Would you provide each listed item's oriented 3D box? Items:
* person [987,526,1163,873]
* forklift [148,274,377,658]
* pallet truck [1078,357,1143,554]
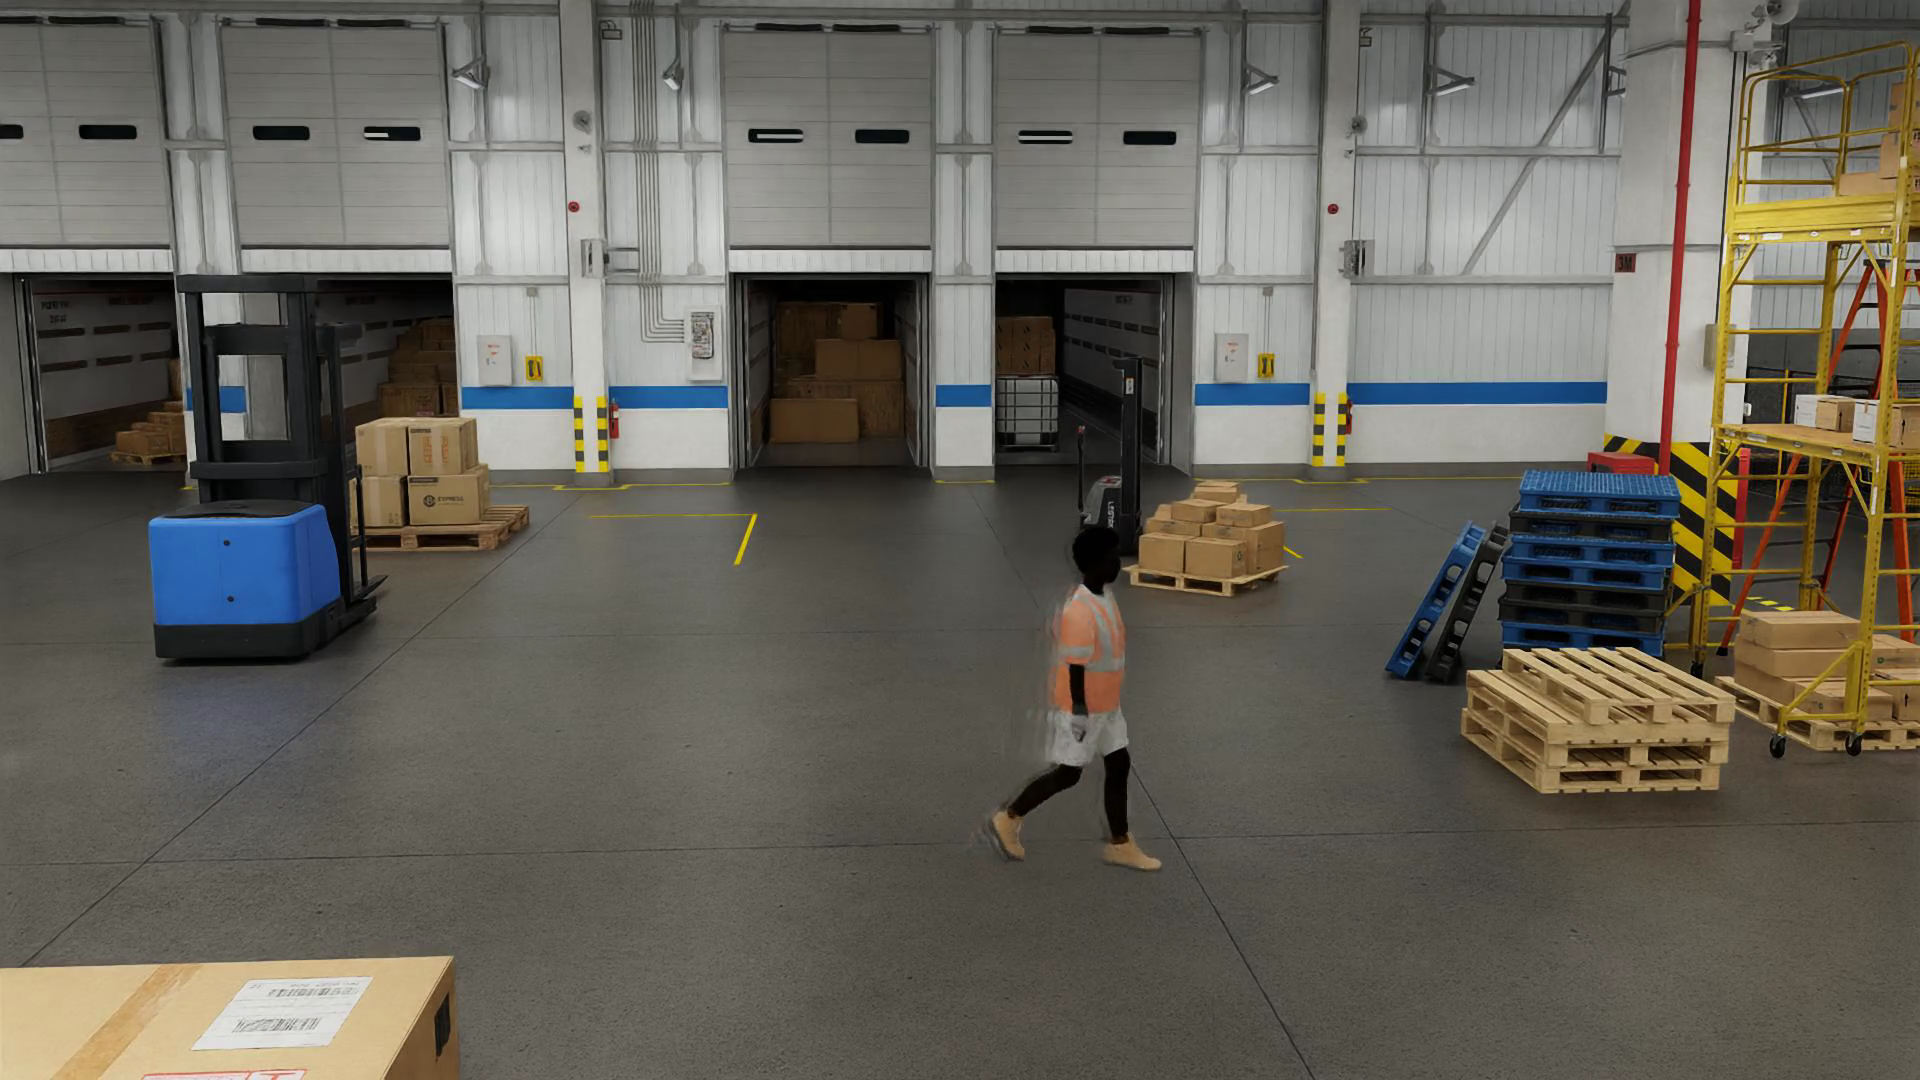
[{"bbox_3d":[0.540,0.750,7.844,0.785,1.673,0.537,3,10,20],"label":"person"},{"bbox_3d":[-5.348,-0.627,12.681,1.129,2.768,1.873,-1,9,-4],"label":"forklift"},{"bbox_3d":[2.088,-0.836,16.757,1.885,1.965,0.823,2,9,13],"label":"pallet truck"}]
